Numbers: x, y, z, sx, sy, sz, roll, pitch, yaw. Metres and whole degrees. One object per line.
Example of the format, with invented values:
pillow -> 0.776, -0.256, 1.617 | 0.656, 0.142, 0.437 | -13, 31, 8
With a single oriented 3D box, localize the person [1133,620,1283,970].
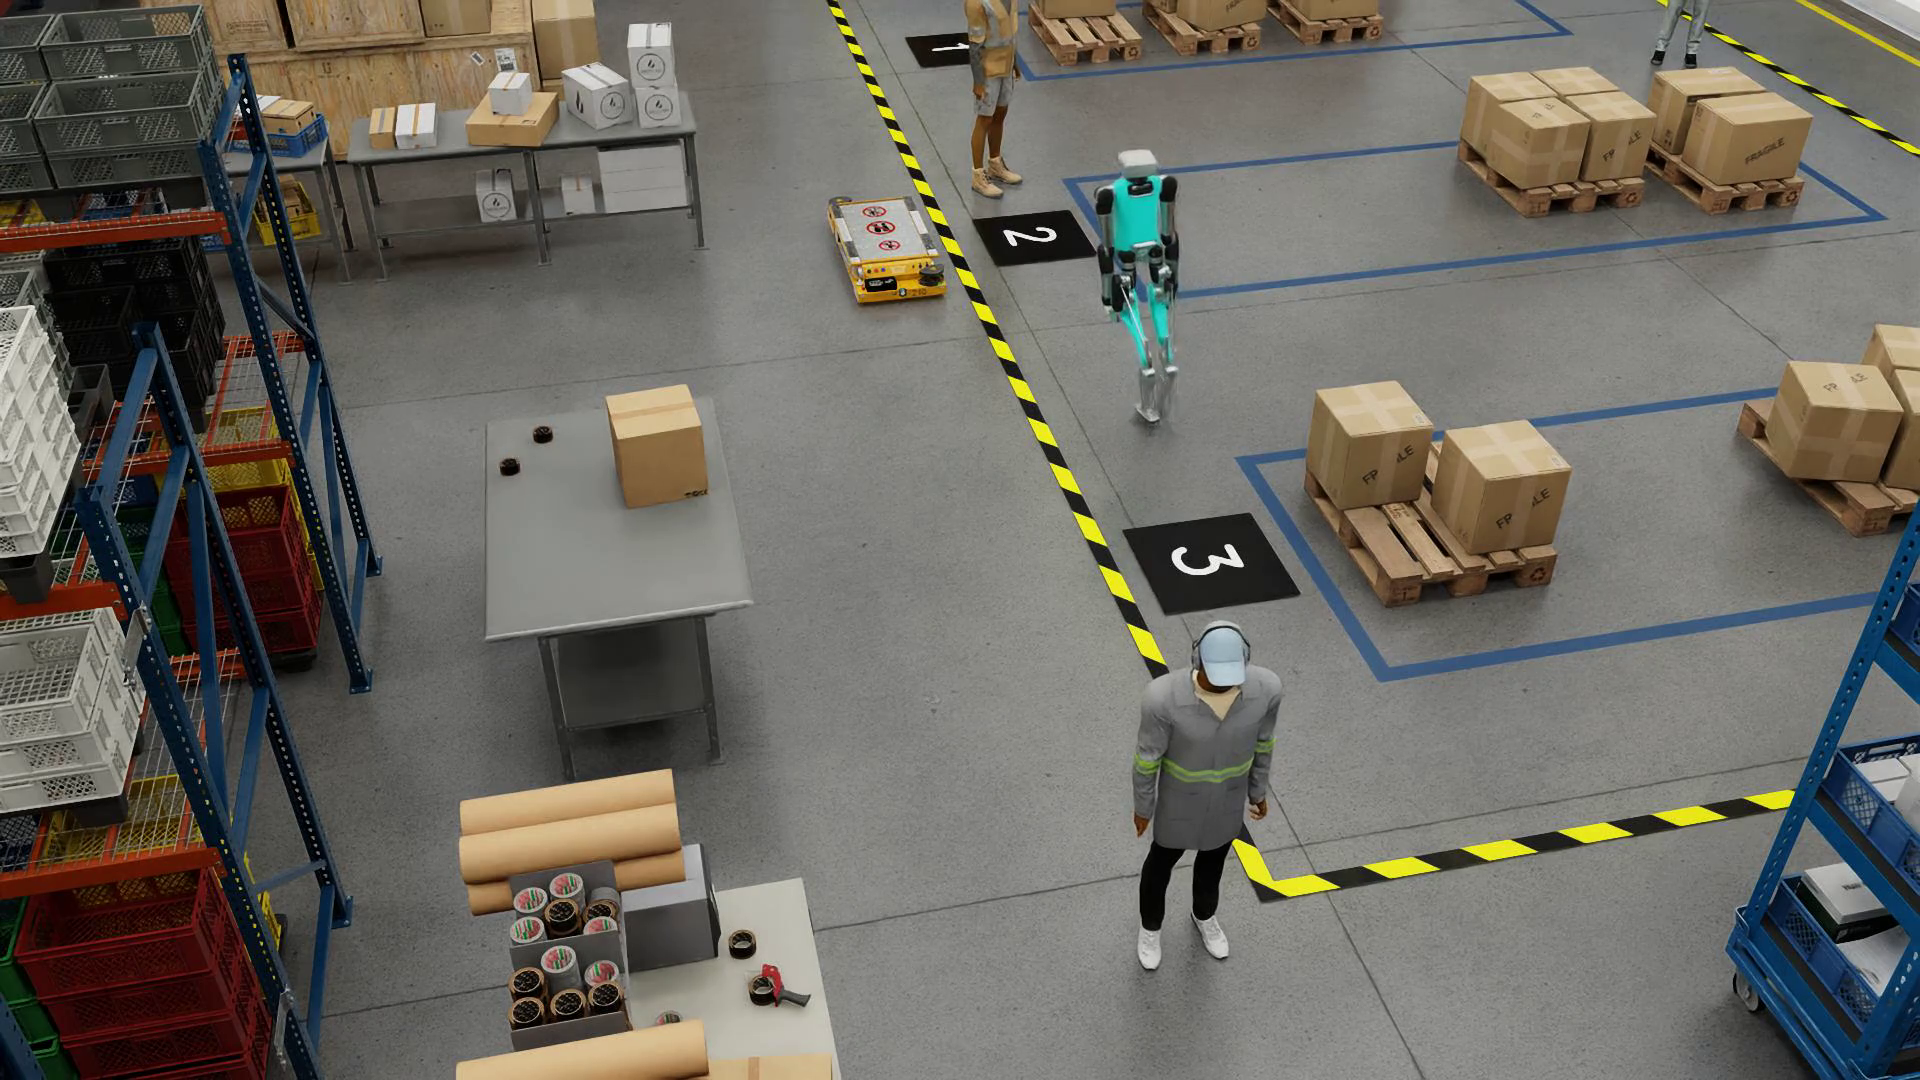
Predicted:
person -> 0.996, 1.056, 6.807 | 0.594, 1.851, 0.398 | -6, 37, -8

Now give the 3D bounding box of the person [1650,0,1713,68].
person -> 6.833, -5.287, 15.349 | 0.601, 1.830, 0.404 | 11, 38, 14

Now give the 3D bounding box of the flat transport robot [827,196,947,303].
flat transport robot -> -0.570, -2.220, 12.538 | 0.659, 0.231, 1.431 | -8, 37, -10

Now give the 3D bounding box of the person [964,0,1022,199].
person -> 0.289, -3.717, 13.061 | 0.364, 2.048, 0.607 | 21, 42, 26

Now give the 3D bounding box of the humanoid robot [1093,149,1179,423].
humanoid robot -> 1.167, -1.441, 10.303 | 0.560, 1.828, 0.785 | -12, 38, -15
